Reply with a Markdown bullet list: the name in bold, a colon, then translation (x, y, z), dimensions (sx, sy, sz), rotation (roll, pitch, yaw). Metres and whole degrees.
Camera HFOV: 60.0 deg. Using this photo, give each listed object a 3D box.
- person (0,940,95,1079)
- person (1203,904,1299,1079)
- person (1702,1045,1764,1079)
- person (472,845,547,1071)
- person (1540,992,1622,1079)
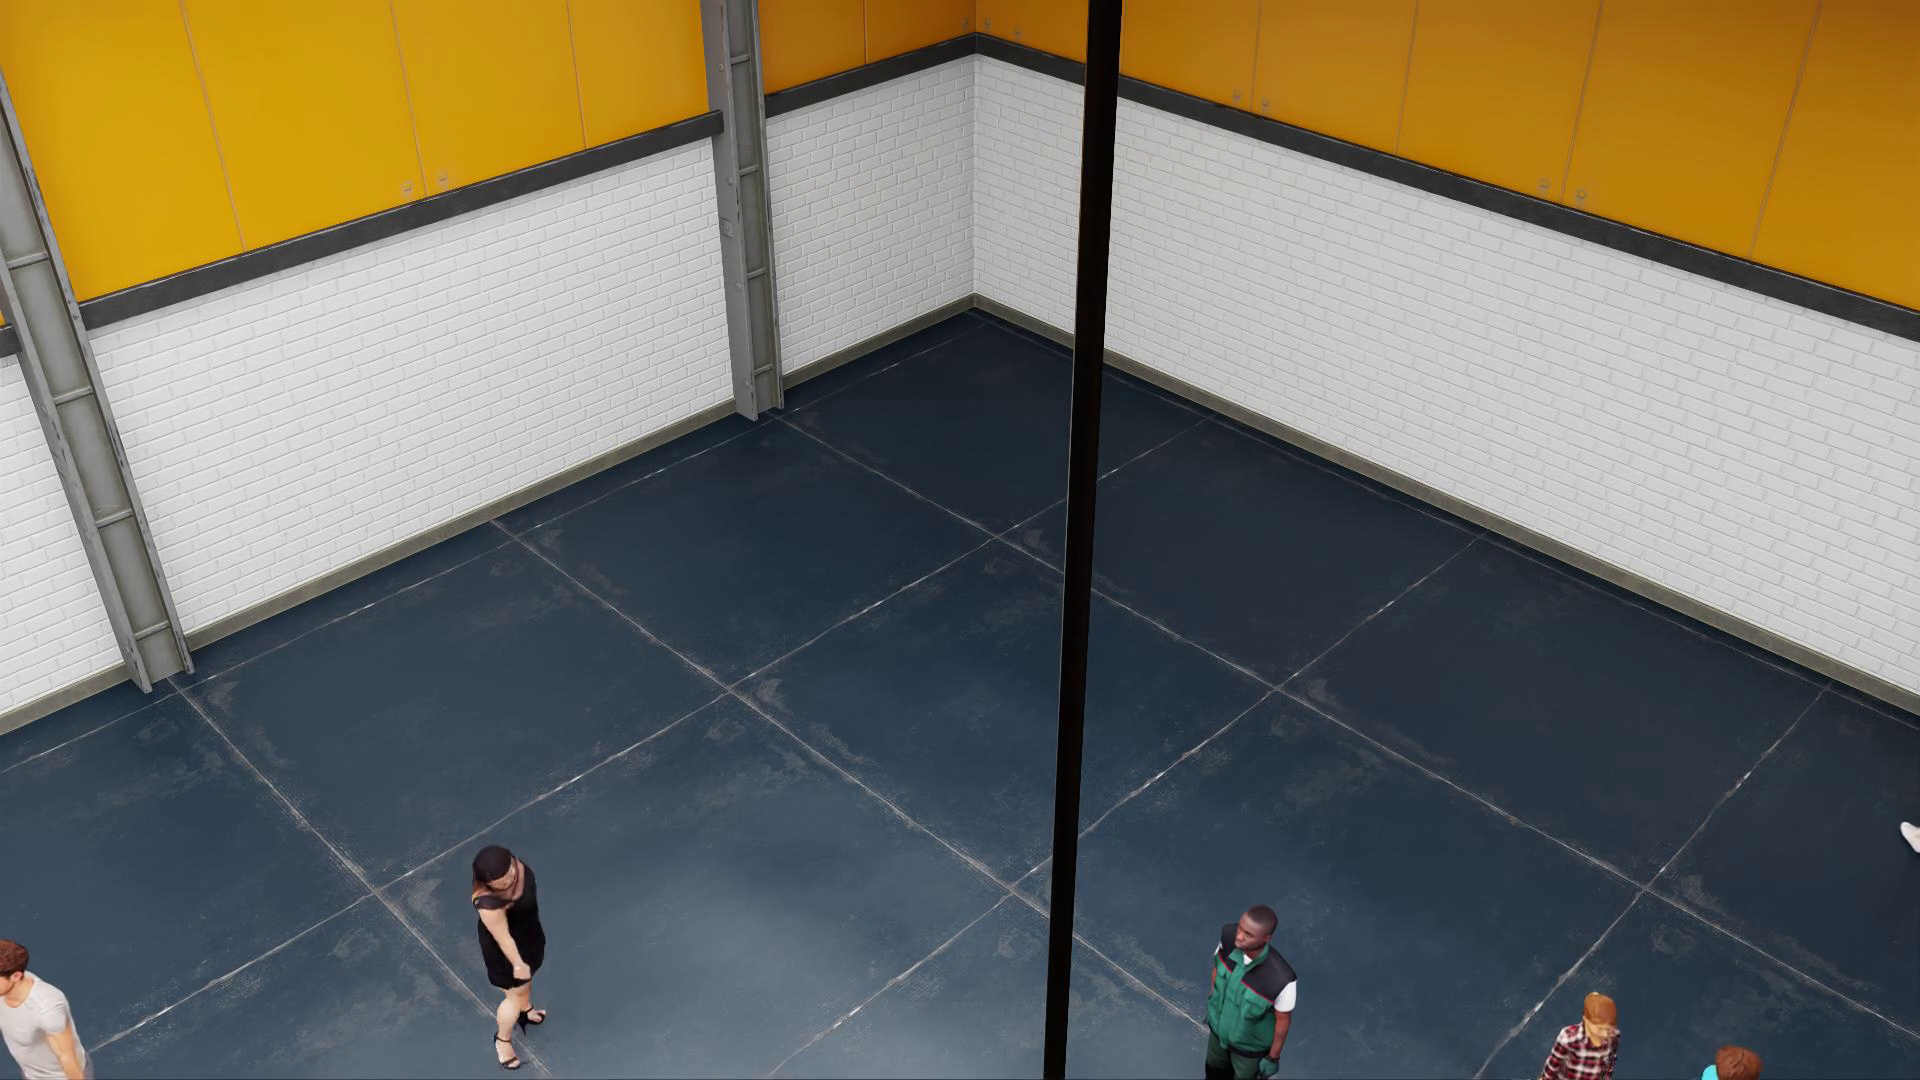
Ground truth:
- **person**: translation (-4.711, 2.761, 8.696), dimensions (0.698, 1.892, 0.629), rotation (18, 38, 25)
- **person**: translation (1.525, 2.630, 8.940), dimensions (0.642, 1.839, 0.709), rotation (-23, 40, -30)
- **person**: translation (3.774, 3.107, 8.587), dimensions (0.858, 1.435, 0.805), rotation (1, 34, 1)
- **person**: translation (-2.605, 2.287, 9.604), dimensions (0.816, 1.675, 0.805), rotation (-17, 37, -24)
- **person**: translation (3.332, 2.874, 9.065), dimensions (0.714, 1.293, 0.761), rotation (-6, 34, -9)
